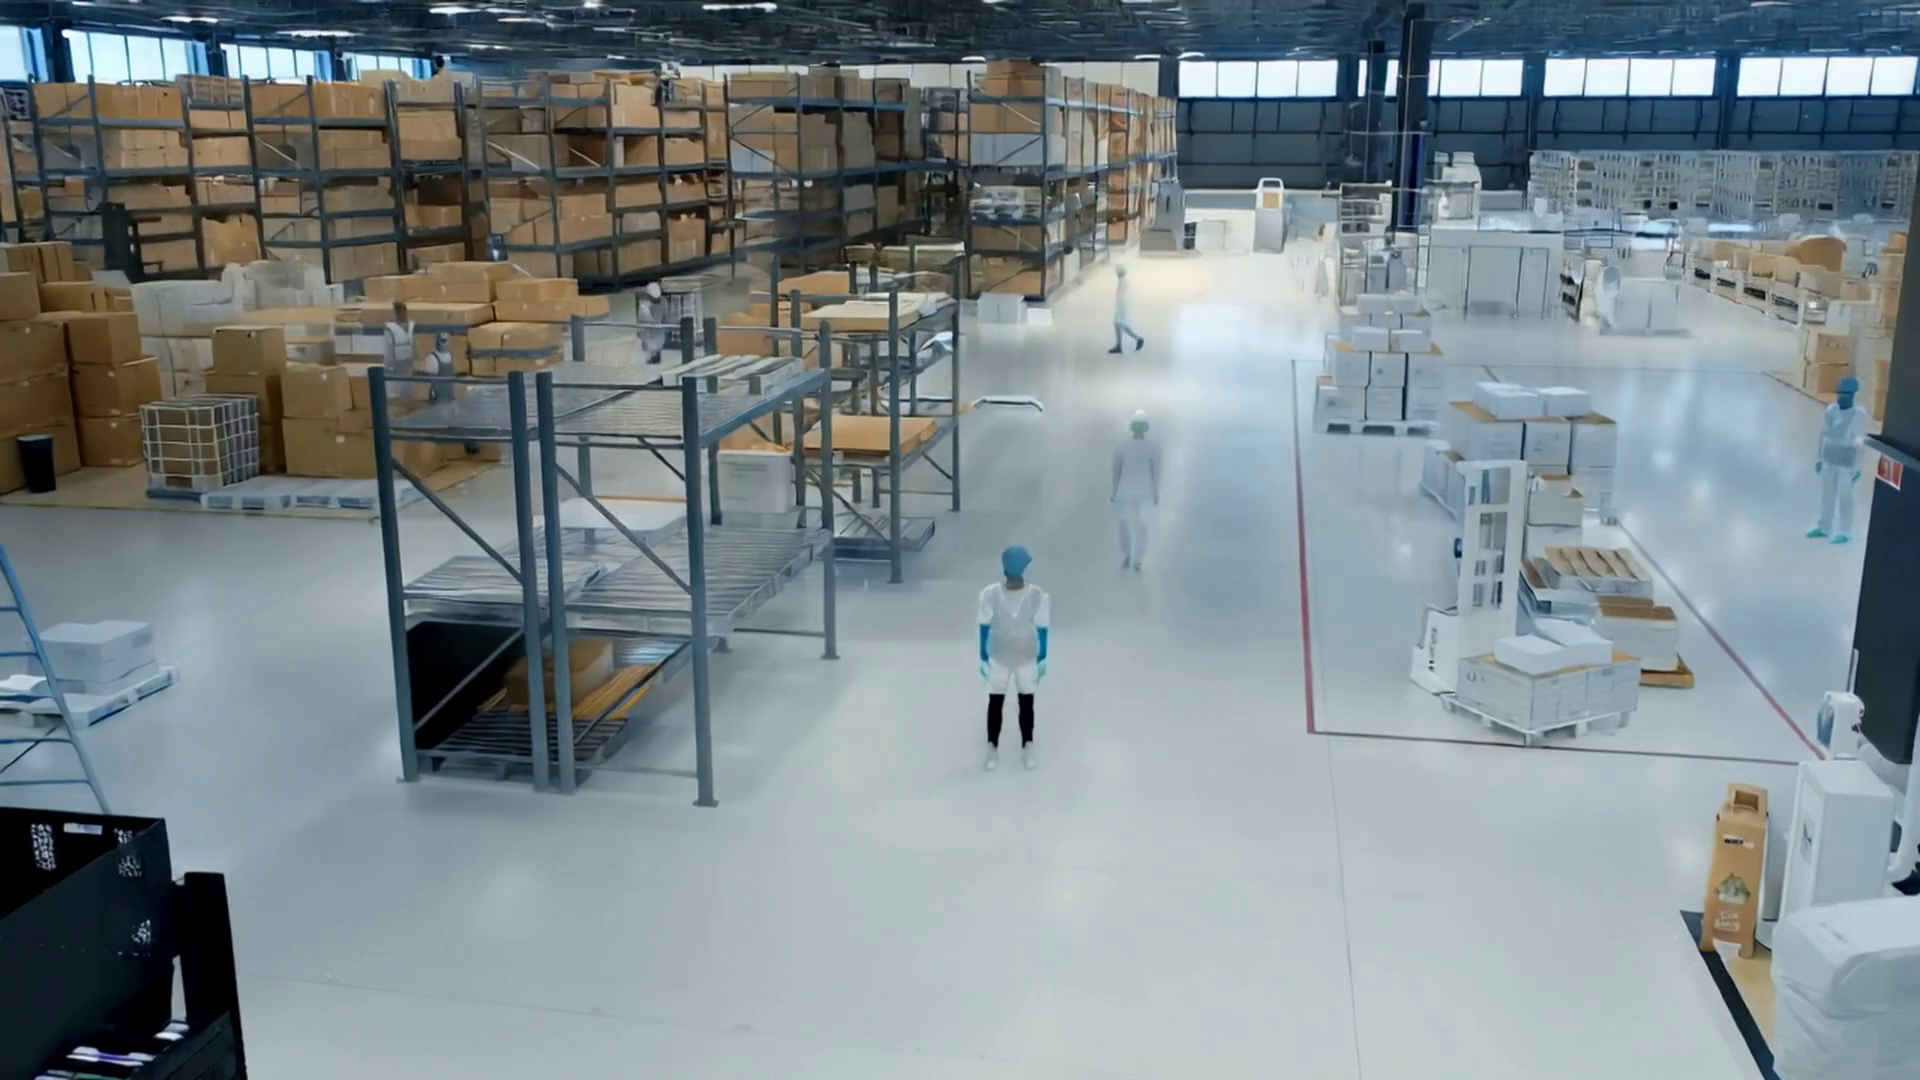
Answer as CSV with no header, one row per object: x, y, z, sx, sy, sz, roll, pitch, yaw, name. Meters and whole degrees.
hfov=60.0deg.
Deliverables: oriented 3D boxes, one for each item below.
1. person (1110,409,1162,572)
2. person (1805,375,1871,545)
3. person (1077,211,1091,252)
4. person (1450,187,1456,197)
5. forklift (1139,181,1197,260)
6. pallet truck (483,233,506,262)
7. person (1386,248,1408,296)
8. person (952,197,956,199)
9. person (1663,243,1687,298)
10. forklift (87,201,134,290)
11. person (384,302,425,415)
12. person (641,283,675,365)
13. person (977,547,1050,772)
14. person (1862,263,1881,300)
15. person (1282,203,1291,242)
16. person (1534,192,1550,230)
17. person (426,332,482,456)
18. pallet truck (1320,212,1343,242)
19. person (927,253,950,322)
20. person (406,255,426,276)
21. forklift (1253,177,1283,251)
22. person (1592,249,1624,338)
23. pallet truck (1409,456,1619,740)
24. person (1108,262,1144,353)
1.867,-0.521,17.638,0.547,1.751,0.390,1,14,5,person
9.966,-0.908,18.851,0.384,1.924,0.593,-5,15,-20,person
4.337,-10.686,58.671,1.044,1.891,0.625,-5,15,-20,person
23.813,-16.139,80.677,0.998,1.929,0.645,2,14,8,person
7.562,-11.639,60.460,1.873,2.768,1.129,-7,15,-26,forklift
-11.832,-7.026,43.548,1.885,1.965,0.823,8,16,28,pallet truck
10.730,-6.325,41.122,0.594,1.801,0.866,-12,18,-40,person
-0.133,-17.805,87.541,0.560,1.877,1.045,-1,14,-4,person
19.214,-7.163,44.777,0.553,1.651,0.864,3,14,11,person
-21.761,-7.316,42.907,1.129,2.768,1.873,11,18,37,forklift
-9.110,-2.960,27.256,0.446,1.901,0.615,7,15,25,person
-5.640,-3.775,30.562,0.922,1.907,0.543,12,18,39,person
0.389,0.865,12.136,0.532,1.692,0.320,0,14,-1,person
19.892,-5.139,36.290,0.969,1.816,0.520,3,14,14,person
13.779,-13.447,70.362,0.499,1.634,0.279,-3,14,-12,person
26.649,-14.940,75.955,0.651,1.867,0.920,-3,14,-10,person
-7.363,-2.062,23.811,0.967,1.793,0.537,7,15,26,person
15.874,-13.227,70.310,0.680,1.201,1.601,10,17,35,pallet truck
-0.492,-6.200,40.833,0.558,1.671,0.656,-5,15,-20,person
-11.980,-5.306,36.690,0.892,1.924,0.634,11,17,37,person
12.083,-12.747,64.956,1.129,2.768,1.873,3,14,10,forklift
14.569,-5.523,37.355,0.636,2.000,0.698,5,15,19,person
4.504,0.400,13.395,0.823,1.965,1.885,-6,15,-23,pallet truck
3.508,-4.878,34.996,0.673,1.917,0.559,-2,14,-7,person
